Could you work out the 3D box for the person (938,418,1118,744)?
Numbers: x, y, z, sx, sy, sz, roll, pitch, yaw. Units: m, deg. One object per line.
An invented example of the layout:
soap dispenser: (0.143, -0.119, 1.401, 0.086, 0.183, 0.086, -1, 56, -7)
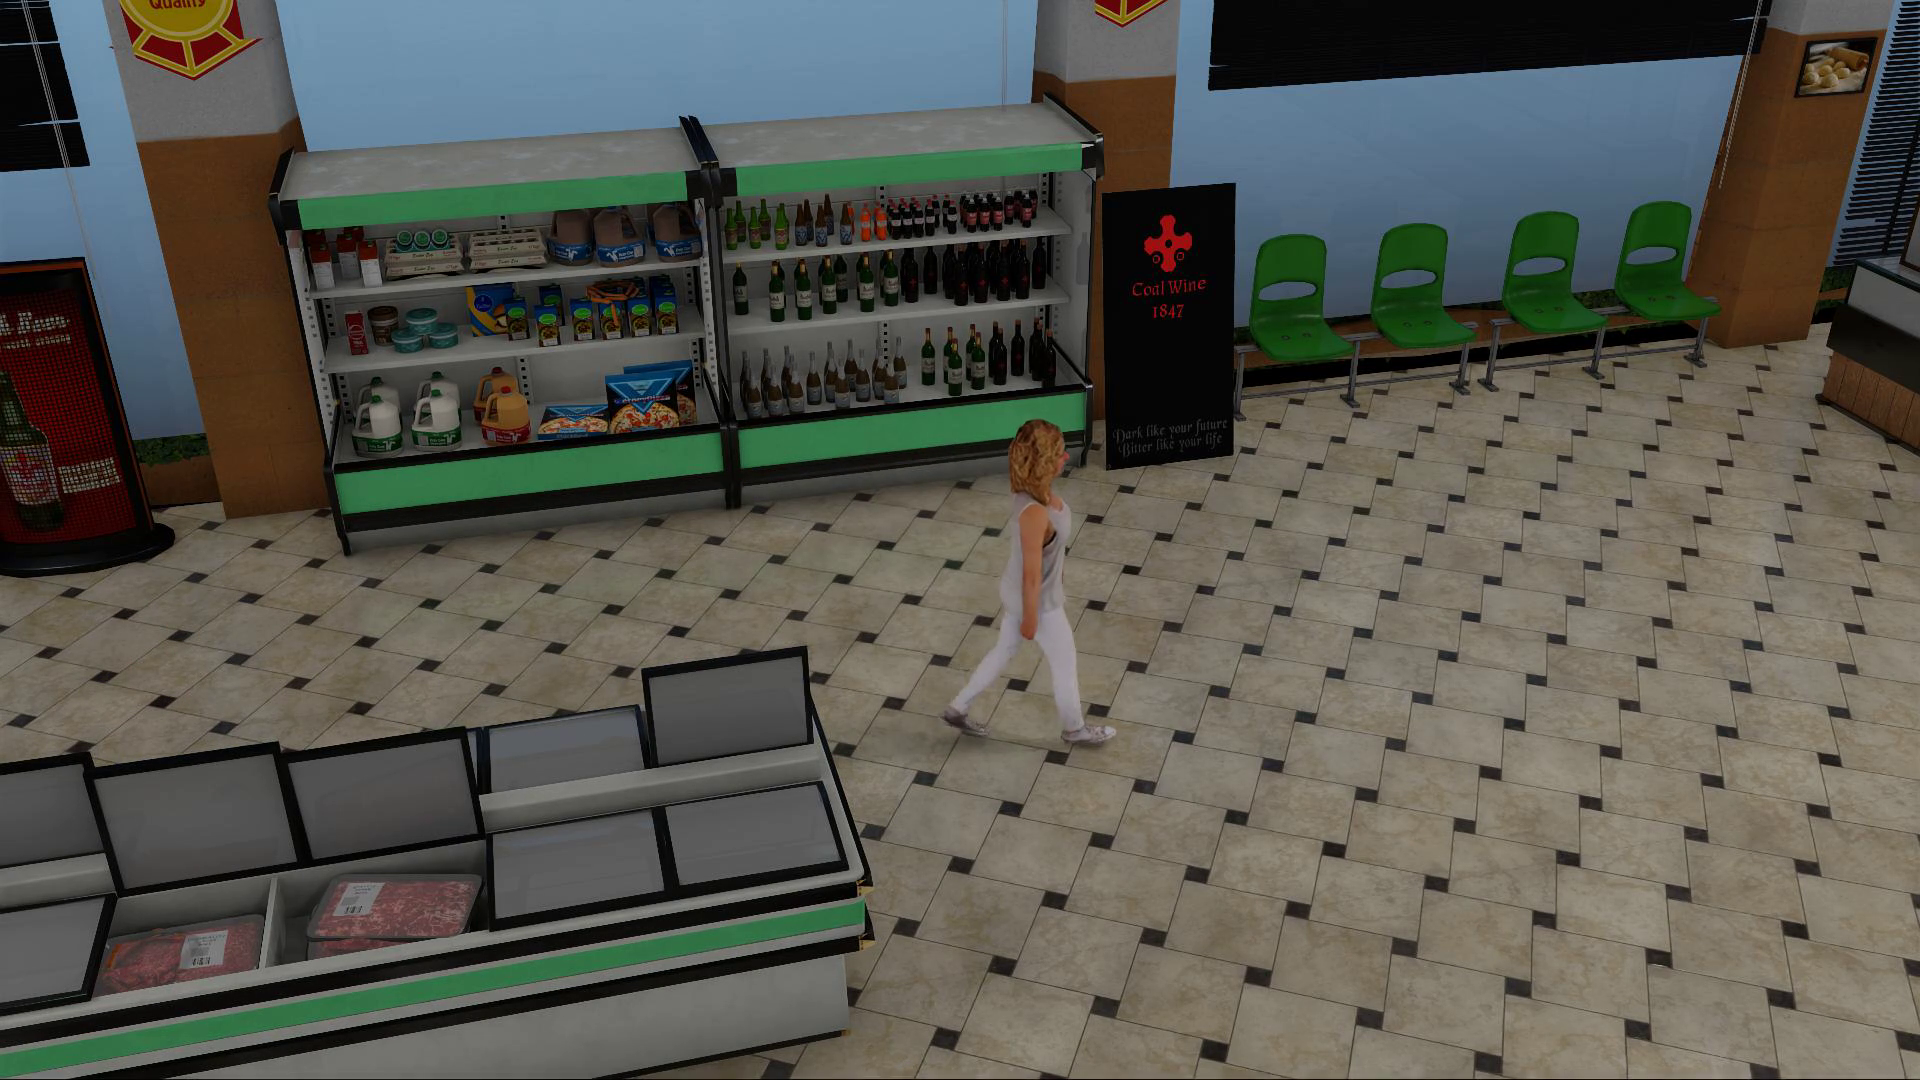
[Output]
person: (0.239, 0.226, 7.403, 1.088, 1.641, 0.713, -3, 29, -5)
